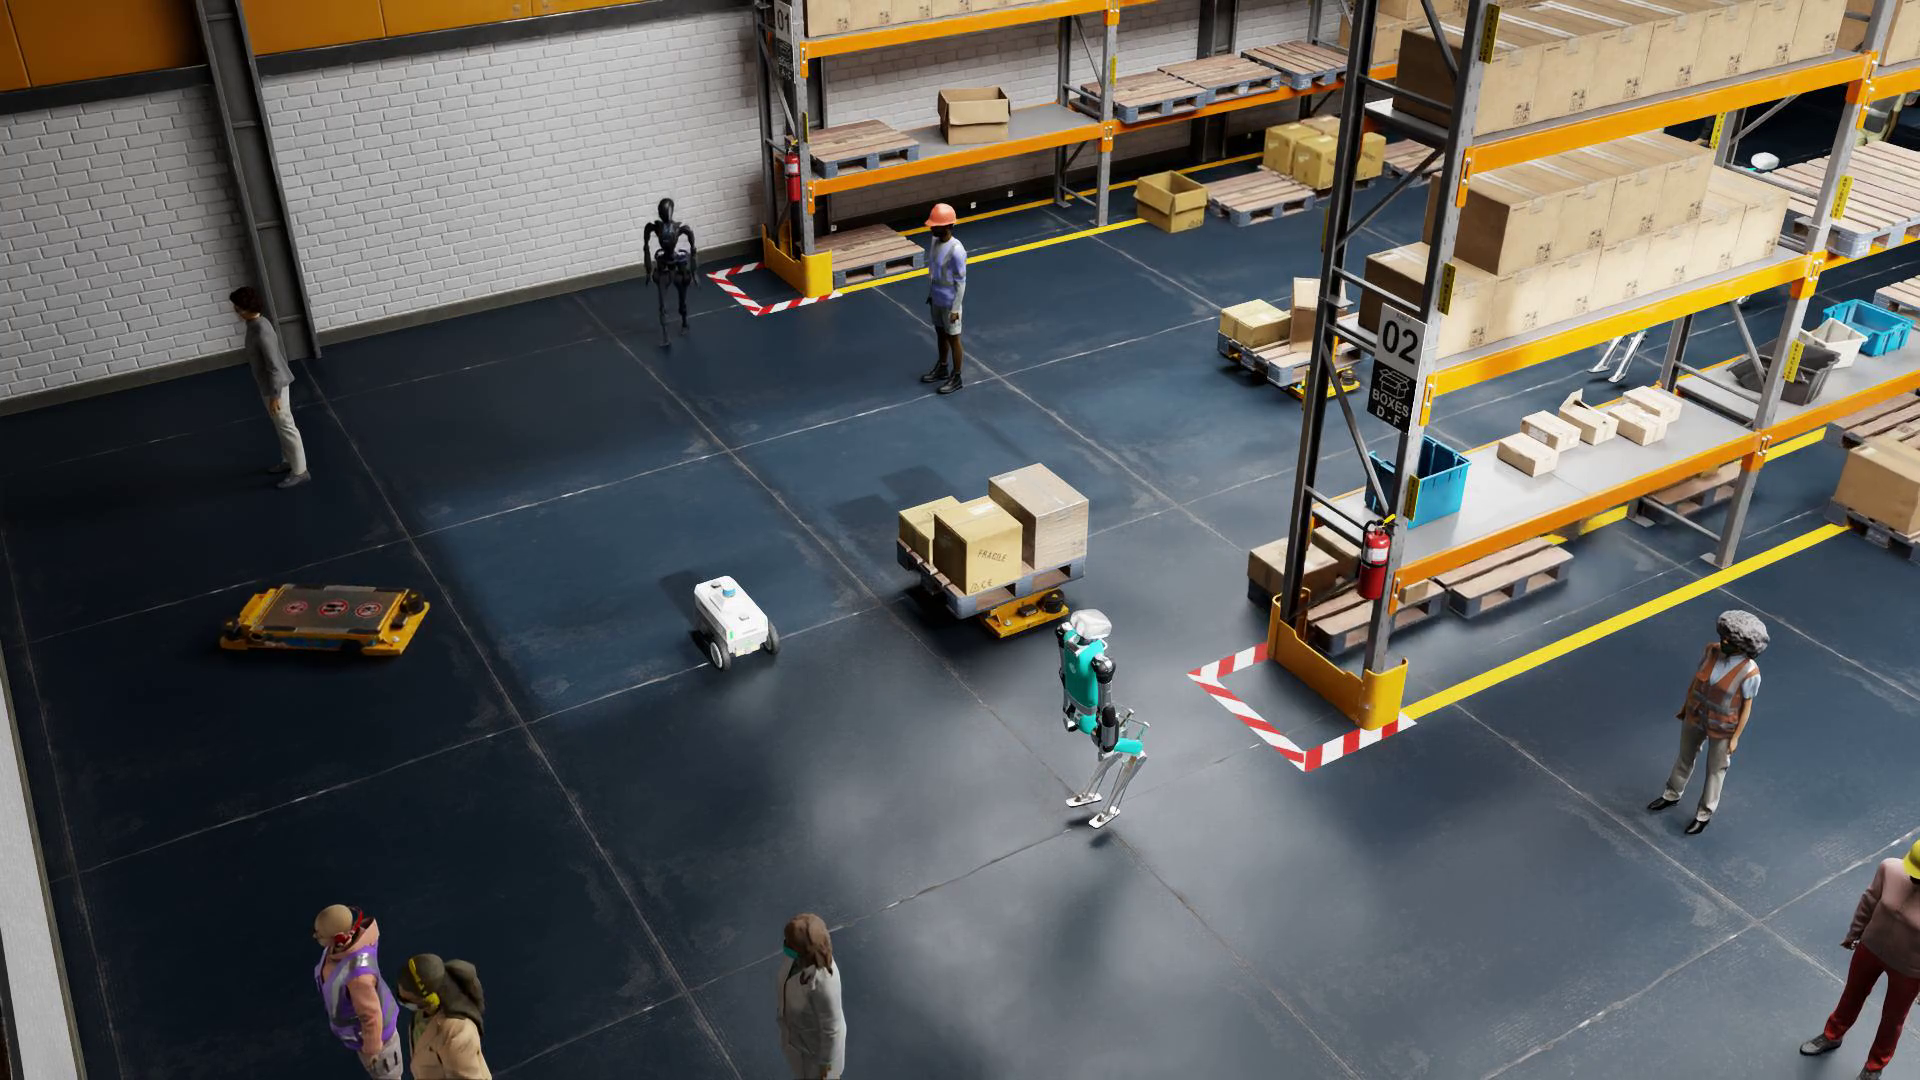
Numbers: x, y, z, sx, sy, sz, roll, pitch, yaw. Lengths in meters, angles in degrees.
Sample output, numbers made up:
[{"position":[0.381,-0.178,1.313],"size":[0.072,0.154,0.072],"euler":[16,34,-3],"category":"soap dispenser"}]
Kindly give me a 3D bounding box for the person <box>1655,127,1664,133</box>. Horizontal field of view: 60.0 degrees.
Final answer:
[{"position":[7.982,-4.505,19.796],"size":[0.403,1.834,0.588],"euler":[-18,36,-26],"category":"person"}]

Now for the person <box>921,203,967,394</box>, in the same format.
[{"position":[-0.159,-2.368,16.291],"size":[0.357,1.939,0.542],"euler":[-18,36,-26],"category":"person"}]

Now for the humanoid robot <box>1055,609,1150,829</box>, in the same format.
[{"position":[0.989,1.110,10.806],"size":[0.735,1.677,0.533],"euler":[-18,36,-26],"category":"humanoid robot"}]

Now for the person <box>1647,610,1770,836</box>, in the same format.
[{"position":[4.914,1.181,10.859],"size":[0.310,1.690,0.442],"euler":[-18,36,-26],"category":"person"}]

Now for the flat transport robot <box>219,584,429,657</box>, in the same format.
[{"position":[-4.992,0.629,13.080],"size":[1.431,0.231,0.659],"euler":[2,32,3],"category":"flat transport robot"}]

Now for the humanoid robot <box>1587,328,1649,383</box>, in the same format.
[{"position":[6.625,-2.379,16.376],"size":[0.735,1.672,0.533],"euler":[-18,36,-26],"category":"humanoid robot"}]

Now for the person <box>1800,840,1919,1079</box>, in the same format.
[{"position":[5.064,2.279,9.048],"size":[0.323,1.760,0.523],"euler":[-18,36,-26],"category":"person"}]

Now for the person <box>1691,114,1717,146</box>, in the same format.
[{"position":[10.331,-6.173,22.445],"size":[0.346,1.846,0.503],"euler":[-18,36,-26],"category":"person"}]

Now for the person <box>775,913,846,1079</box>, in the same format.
[{"position":[-0.781,2.581,8.656],"size":[0.339,1.659,0.485],"euler":[-18,36,-26],"category":"person"}]

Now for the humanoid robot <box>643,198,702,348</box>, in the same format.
[{"position":[-2.991,-2.790,17.248],"size":[0.597,1.617,0.739],"euler":[1,32,1],"category":"humanoid robot"}]

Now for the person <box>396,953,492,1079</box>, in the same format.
[{"position":[-2.469,2.729,8.224],"size":[0.408,1.876,0.554],"euler":[-18,36,-26],"category":"person"}]

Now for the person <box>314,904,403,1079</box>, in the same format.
[{"position":[-3.098,2.541,8.688],"size":[0.347,1.694,0.483],"euler":[-18,36,-26],"category":"person"}]

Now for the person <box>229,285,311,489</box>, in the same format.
[{"position":[-6.092,-1.366,14.732],"size":[0.395,1.898,0.533],"euler":[-18,36,-26],"category":"person"}]

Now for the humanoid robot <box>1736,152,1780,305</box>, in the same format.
[{"position":[8.630,-3.386,17.981],"size":[0.735,1.672,0.533],"euler":[-18,36,-26],"category":"humanoid robot"}]

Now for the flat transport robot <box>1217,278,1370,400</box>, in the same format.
[{"position":[3.351,-1.820,16.986],"size":[0.659,0.231,1.431],"euler":[-18,36,-26],"category":"flat transport robot"}]

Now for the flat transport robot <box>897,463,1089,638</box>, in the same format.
[{"position":[0.222,0.298,13.608],"size":[0.659,0.231,1.431],"euler":[-18,36,-26],"category":"flat transport robot"}]

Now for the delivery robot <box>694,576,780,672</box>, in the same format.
[{"position":[-1.766,0.593,12.843],"size":[0.499,0.566,0.739],"euler":[-18,36,-26],"category":"delivery robot"}]

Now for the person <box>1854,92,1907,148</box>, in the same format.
[{"position":[11.361,-5.092,20.727],"size":[0.390,1.837,0.562],"euler":[-18,36,-26],"category":"person"}]
